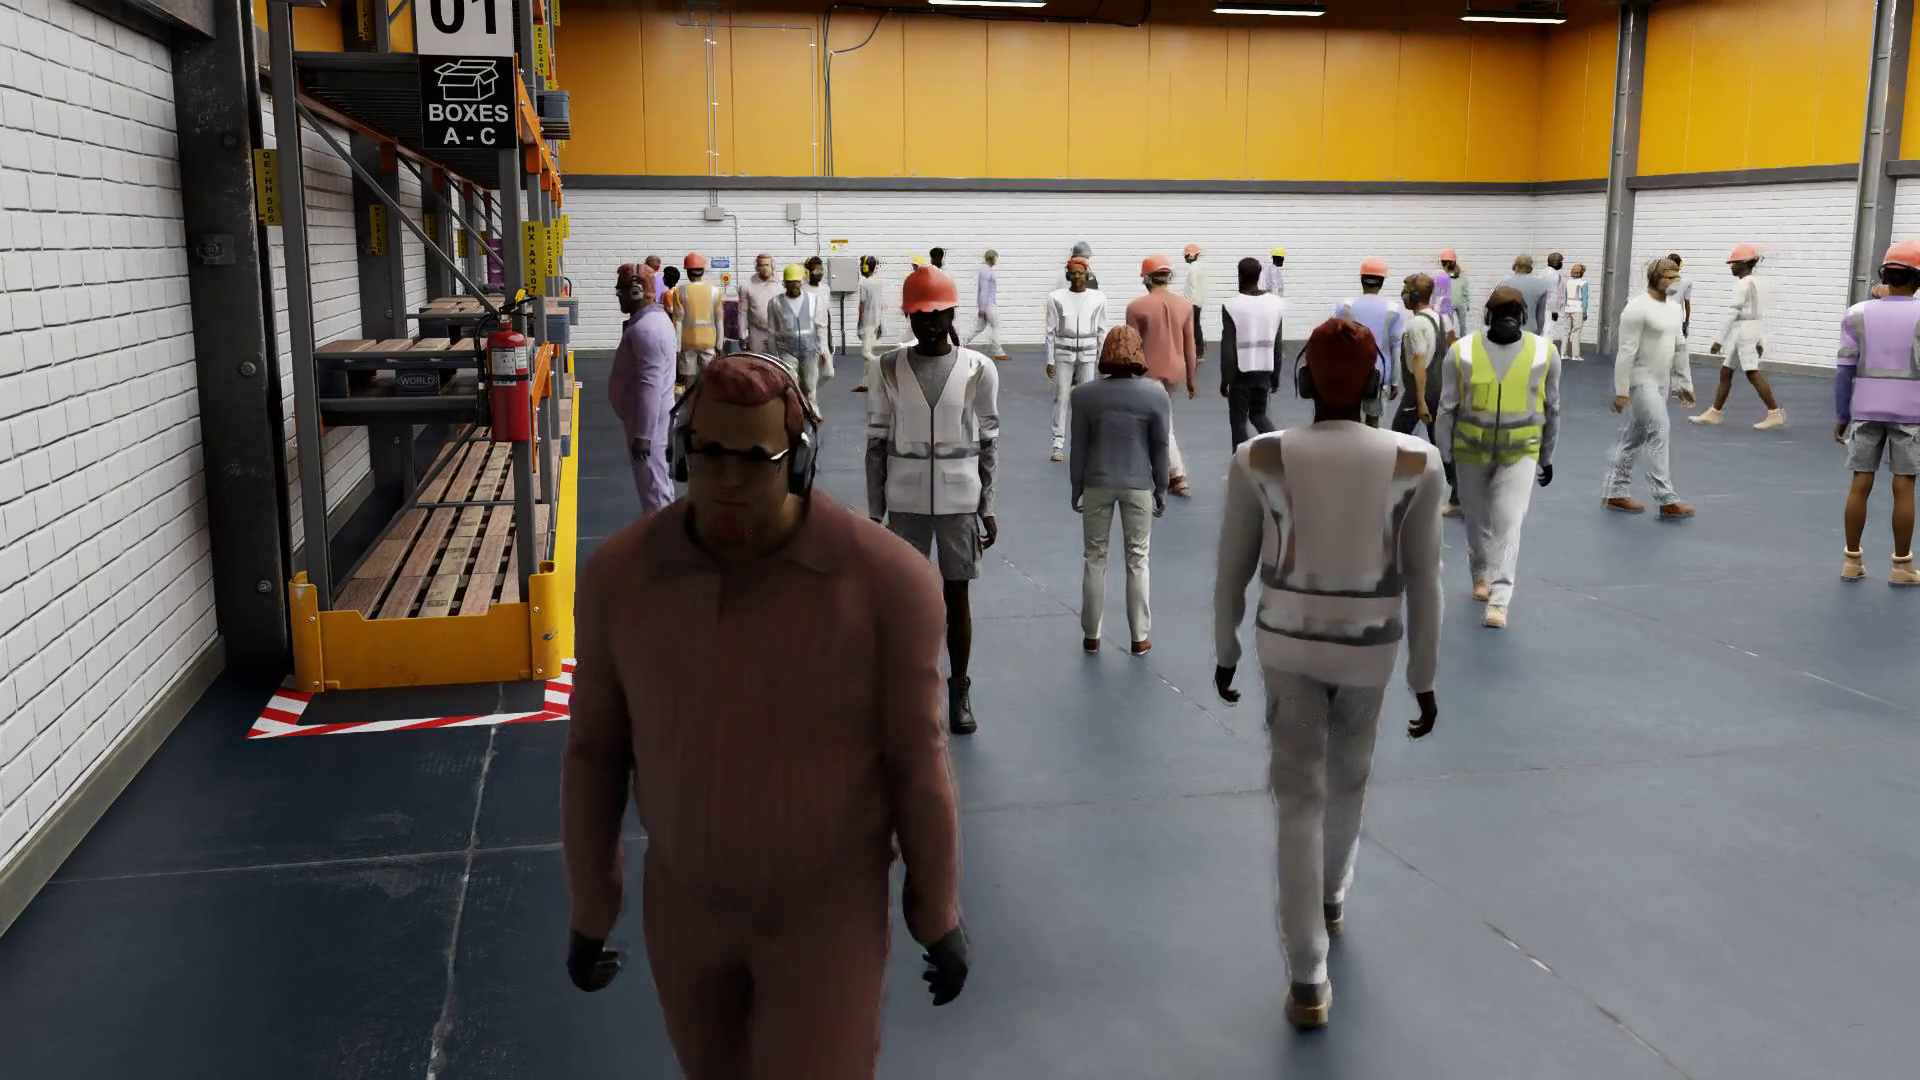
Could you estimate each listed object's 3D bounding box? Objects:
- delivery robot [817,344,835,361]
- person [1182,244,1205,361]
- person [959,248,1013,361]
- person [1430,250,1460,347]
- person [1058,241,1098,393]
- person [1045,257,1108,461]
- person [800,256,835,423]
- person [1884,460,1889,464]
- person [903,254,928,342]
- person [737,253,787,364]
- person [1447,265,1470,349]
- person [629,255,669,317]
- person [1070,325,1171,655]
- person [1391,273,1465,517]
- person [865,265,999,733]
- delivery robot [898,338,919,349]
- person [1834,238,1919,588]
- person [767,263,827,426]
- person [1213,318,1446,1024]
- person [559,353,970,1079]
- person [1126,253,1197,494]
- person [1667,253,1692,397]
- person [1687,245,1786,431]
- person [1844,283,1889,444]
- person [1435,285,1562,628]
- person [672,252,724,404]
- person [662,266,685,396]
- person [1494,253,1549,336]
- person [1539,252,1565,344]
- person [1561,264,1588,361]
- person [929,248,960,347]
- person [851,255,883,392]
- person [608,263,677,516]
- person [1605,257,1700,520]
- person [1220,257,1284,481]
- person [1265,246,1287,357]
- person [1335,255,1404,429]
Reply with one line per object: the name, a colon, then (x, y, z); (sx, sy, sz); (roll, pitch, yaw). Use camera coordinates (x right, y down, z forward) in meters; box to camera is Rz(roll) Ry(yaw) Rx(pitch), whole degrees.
delivery robot: (-2.315, -2.945, 25.882); (0.707, 0.478, 0.477); (-5, 11, -26)
person: (3.827, -3.986, 27.990); (0.700, 1.970, 0.637); (2, 11, 13)
person: (0.381, -3.965, 28.086); (0.966, 1.910, 0.634); (0, 10, -2)
person: (7.633, -3.621, 26.227); (1.011, 1.881, 0.567); (2, 10, 12)
person: (1.609, -2.953, 22.069); (0.690, 2.000, 0.537); (-9, 14, -41)
person: (1.074, -1.666, 15.377); (0.575, 1.882, 0.359); (0, 10, -1)
person: (-1.647, -2.247, 18.671); (0.460, 1.855, 0.541); (10, 14, 43)
person: (8.794, -1.576, 14.912); (0.688, 1.874, 0.687); (4, 11, 22)
person: (-0.671, -4.015, 28.669); (0.936, 1.781, 0.599); (-4, 11, -23)
person: (-2.284, -2.418, 19.535); (0.674, 1.884, 0.591); (-1, 10, -8)
person: (9.326, -4.373, 31.164); (0.643, 1.595, 0.385); (1, 10, 5)
person: (-4.558, -3.267, 24.420); (0.611, 1.815, 0.448); (-2, 10, -10)
person: (0.785, -0.243, 8.205); (0.494, 1.624, 0.279); (1, 10, 6)
person: (3.411, -1.068, 12.315); (0.956, 1.801, 0.512); (9, 14, 42)
person: (-0.114, -0.153, 6.839); (0.551, 1.935, 0.371); (0, 10, 0)
delivery robot: (-0.622, -3.003, 26.186); (0.707, 0.478, 0.477); (0, 11, -1)
person: (5.492, -0.744, 9.819); (0.393, 2.044, 0.609); (-10, 14, -43)
person: (-1.735, -2.016, 17.553); (0.598, 1.805, 0.838); (-3, 11, -16)
person: (0.994, 0.312, 4.563); (0.598, 1.832, 0.980); (1, 10, 8)
person: (-0.353, 0.628, 2.760); (0.702, 1.851, 0.972); (2, 10, 11)
person: (1.626, -1.360, 13.546); (0.614, 1.938, 1.068); (-5, 11, -25)
person: (9.197, -2.774, 21.572); (0.507, 1.865, 0.329); (1, 10, 7)
person: (8.493, -2.180, 17.950); (1.012, 1.997, 0.614); (7, 12, 34)
person: (9.021, -1.702, 16.299); (0.537, 1.622, 0.636); (-2, 10, -9)
person: (2.920, -0.486, 9.070); (0.634, 1.801, 0.964); (4, 11, 20)
person: (-2.753, -2.086, 17.628); (0.549, 1.921, 0.671); (-5, 11, -25)
person: (-3.752, -2.735, 21.812); (0.317, 1.695, 0.540); (1, 10, 7)
person: (6.574, -2.419, 19.535); (0.619, 1.902, 0.964); (2, 10, 10)
person: (9.604, -3.749, 27.050); (0.428, 1.837, 0.633); (1, 10, 6)
person: (10.395, -3.837, 28.112); (0.314, 1.630, 0.509); (-4, 11, -21)
person: (-0.399, -3.870, 27.522); (1.022, 1.893, 0.651); (-1, 10, -6)
person: (-1.143, -2.856, 22.079); (0.720, 1.851, 0.521); (6, 12, 29)
person: (-1.855, -0.663, 9.760); (0.403, 1.904, 0.652); (-1, 10, -4)
person: (5.162, -1.099, 12.163); (0.653, 1.902, 0.904); (-8, 13, -38)
person: (2.441, -1.387, 13.795); (0.591, 1.901, 0.563); (-5, 11, -24)
person: (5.507, -4.158, 29.055); (0.361, 1.929, 0.587); (1, 10, 6)
person: (3.294, -1.343, 13.482); (0.554, 1.918, 0.424); (2, 10, 11)
